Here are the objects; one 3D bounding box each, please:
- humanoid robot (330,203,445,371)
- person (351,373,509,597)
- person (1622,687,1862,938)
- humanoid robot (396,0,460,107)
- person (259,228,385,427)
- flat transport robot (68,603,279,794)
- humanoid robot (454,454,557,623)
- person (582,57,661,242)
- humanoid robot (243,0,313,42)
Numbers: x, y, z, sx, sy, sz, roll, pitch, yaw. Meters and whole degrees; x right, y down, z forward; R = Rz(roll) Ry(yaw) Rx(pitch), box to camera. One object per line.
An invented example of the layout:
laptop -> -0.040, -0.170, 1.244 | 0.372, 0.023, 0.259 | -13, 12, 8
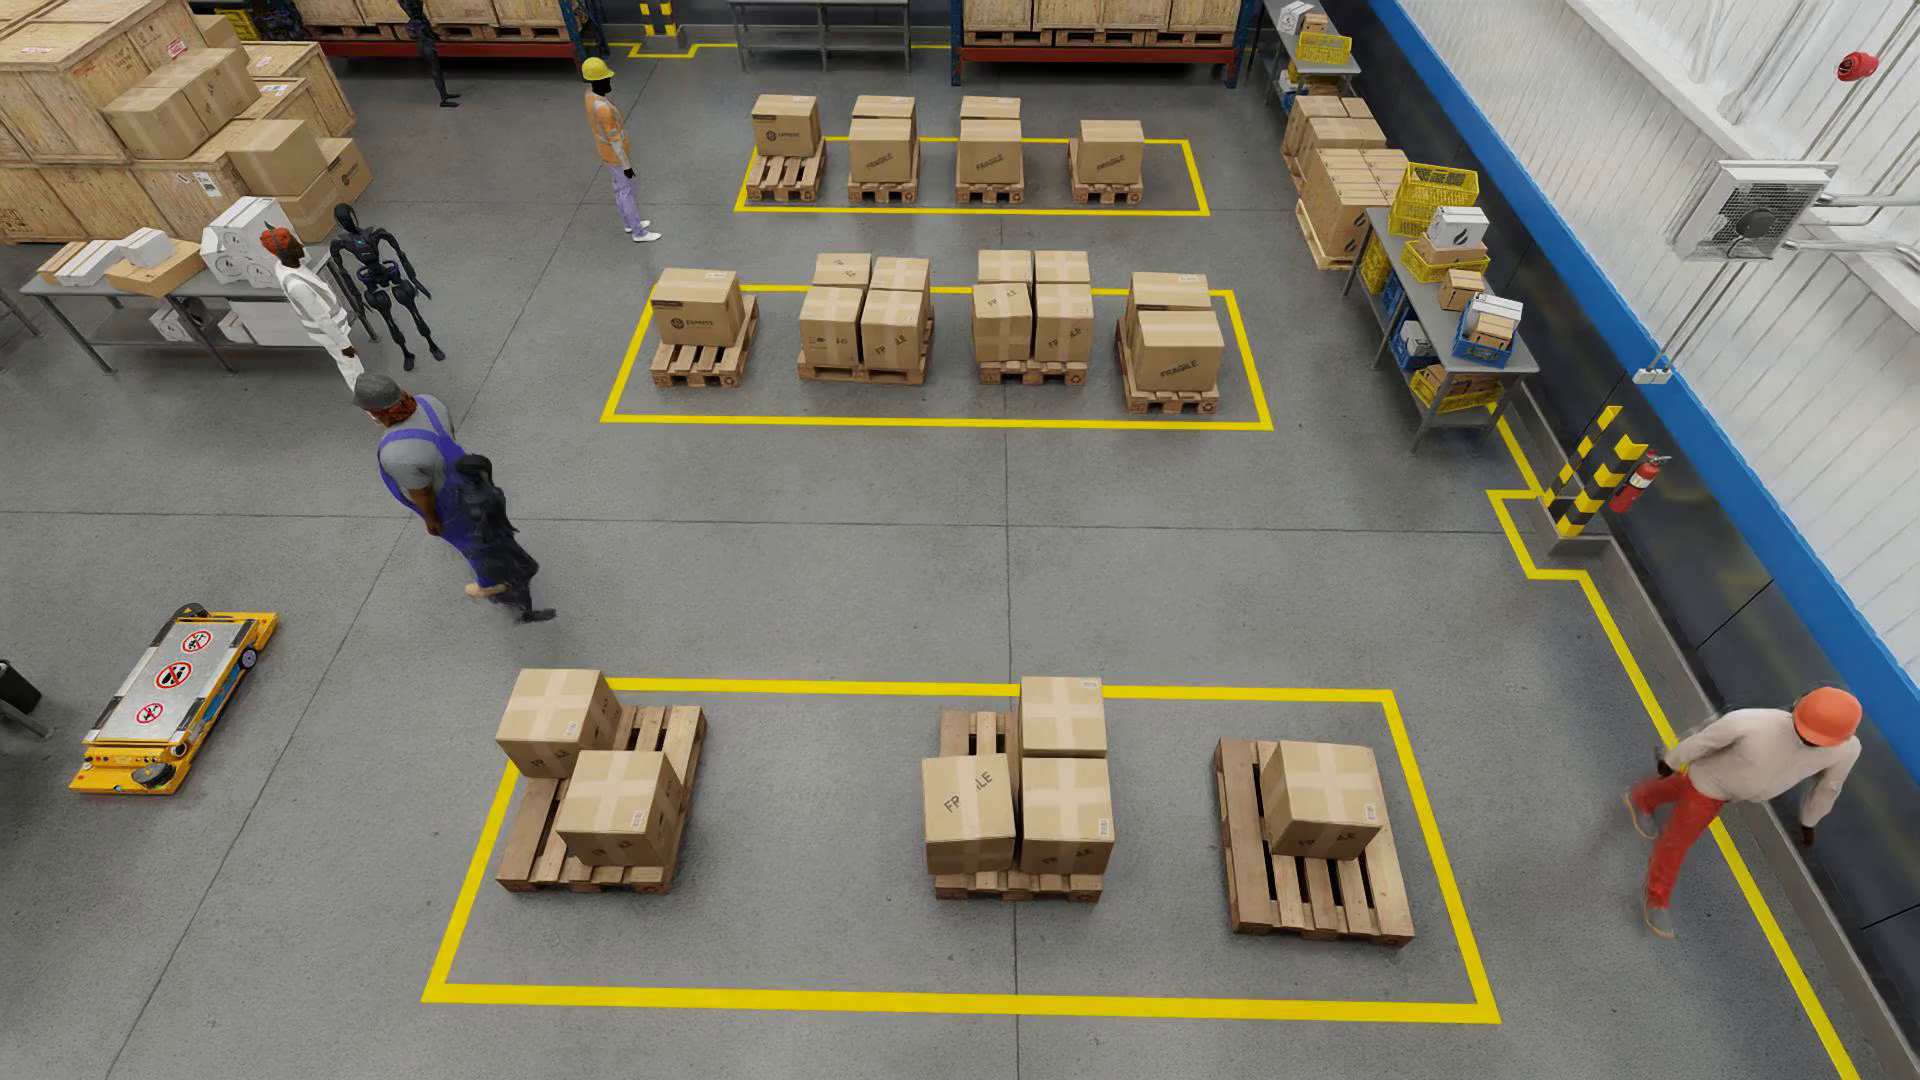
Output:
humanoid robot -> -5.245, -2.308, 8.388 | 0.608, 1.657, 0.321 | -25, 54, -19
person -> -3.740, -0.373, 6.523 | 0.537, 2.000, 0.676 | -1, 50, -1
person -> 4.311, 1.431, 5.059 | 0.664, 1.939, 1.023 | 7, 50, 6
humanoid robot -> -7.001, -6.592, 12.011 | 0.330, 1.660, 0.587 | -11, 51, -9
person -> -5.345, -1.785, 7.820 | 0.354, 1.883, 0.572 | -31, 56, -24
flat transport robot -> -5.504, 1.072, 6.442 | 0.652, 0.197, 1.431 | 1, 50, 1
humanoid robot -> -3.210, 0.009, 6.441 | 0.472, 1.629, 0.585 | -10, 50, -8
person -> -3.651, -4.127, 9.773 | 0.365, 1.928, 0.584 | -25, 54, -20
humanoid robot -> -9.041, -6.824, 12.209 | 0.596, 1.657, 0.325 | -30, 56, -23
